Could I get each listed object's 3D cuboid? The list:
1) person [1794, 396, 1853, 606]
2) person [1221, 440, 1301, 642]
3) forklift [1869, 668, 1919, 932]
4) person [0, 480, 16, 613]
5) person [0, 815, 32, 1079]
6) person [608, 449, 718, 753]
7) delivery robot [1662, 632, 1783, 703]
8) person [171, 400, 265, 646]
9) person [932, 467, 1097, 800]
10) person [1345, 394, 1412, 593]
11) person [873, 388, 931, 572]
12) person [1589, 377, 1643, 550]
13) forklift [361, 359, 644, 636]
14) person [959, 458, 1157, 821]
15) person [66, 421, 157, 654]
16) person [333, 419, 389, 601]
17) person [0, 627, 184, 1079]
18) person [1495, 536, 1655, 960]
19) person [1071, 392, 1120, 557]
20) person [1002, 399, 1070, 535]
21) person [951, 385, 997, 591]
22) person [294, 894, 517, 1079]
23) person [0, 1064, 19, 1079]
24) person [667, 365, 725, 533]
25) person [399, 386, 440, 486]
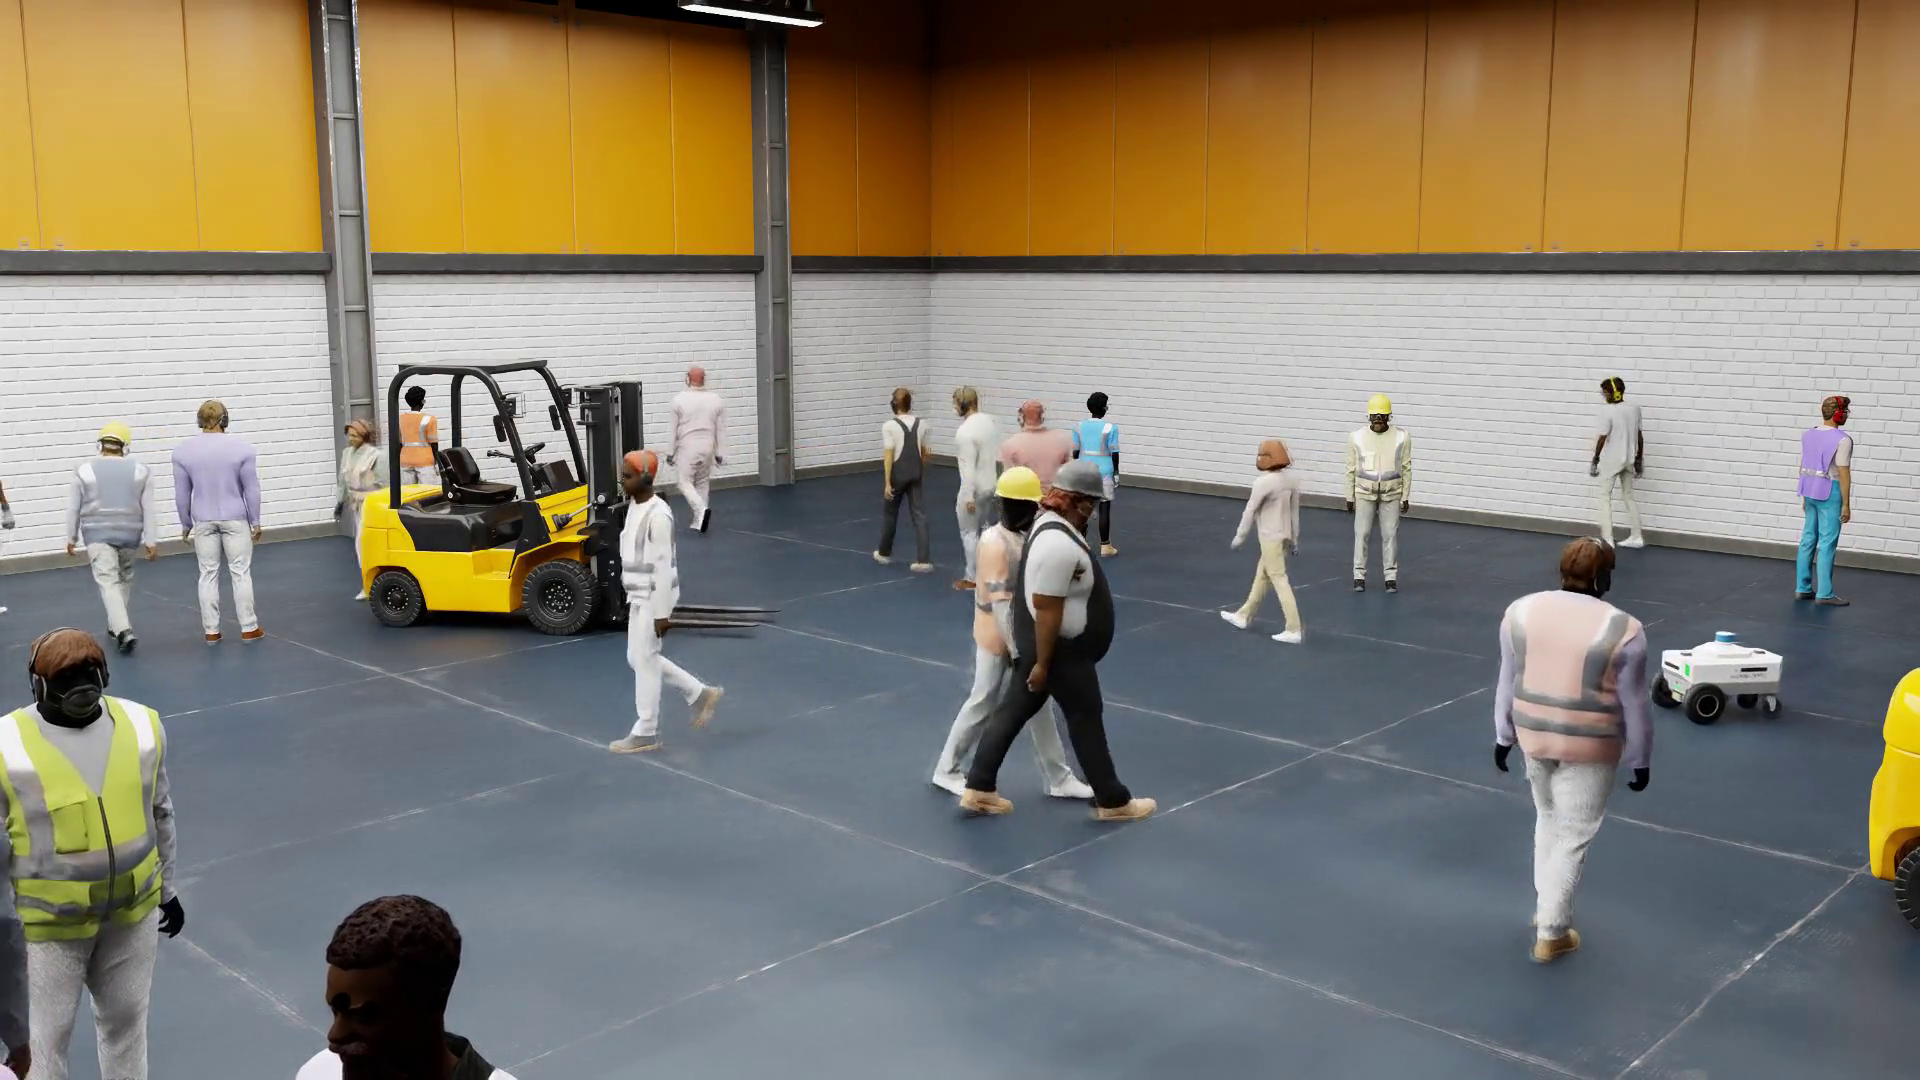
[{"bbox_3d":[7.603,-0.347,14.634,0.384,1.845,0.569,-2,9,-12],"label":"person"},{"bbox_3d":[2.415,-0.003,13.291,0.842,1.591,0.502,8,12,40],"label":"person"},{"bbox_3d":[5.205,0.723,7.013,2.313,2.155,1.214,9,13,43],"label":"forklift"},{"bbox_3d":[-8.296,-0.271,14.147,0.537,1.849,0.480,5,11,30],"label":"person"},{"bbox_3d":[-2.760,1.320,4.292,0.952,1.900,0.634,4,10,21],"label":"person"},{"bbox_3d":[-1.840,0.367,10.187,0.640,1.869,0.592,-5,10,-26],"label":"person"},{"bbox_3d":[5.024,0.849,10.966,0.707,0.478,0.477,-1,9,-7],"label":"delivery robot"},{"bbox_3d":[-5.805,-0.132,13.055,0.627,1.933,0.372,-2,9,-11],"label":"person"},{"bbox_3d":[0.277,0.532,9.179,0.951,1.882,0.595,4,10,23],"label":"person"},{"bbox_3d":[3.811,-0.422,15.179,0.591,1.825,0.403,2,9,11],"label":"person"},{"bbox_3d":[-0.545,-0.594,16.314,0.527,1.795,0.961,-6,11,-30],"label":"person"},{"bbox_3d":[6.934,-0.800,17.474,0.584,1.833,0.360,-3,10,-18],"label":"person"},{"bbox_3d":[-3.850,-0.407,13.936,2.313,2.155,1.214,2,9,11],"label":"forklift"},{"bbox_3d":[0.487,0.503,8.830,1.060,2.000,0.690,-1,9,-7],"label":"person"},{"bbox_3d":[-6.559,-0.026,12.906,0.609,1.773,0.924,-7,12,-38],"label":"person"},{"bbox_3d":[-5.346,-0.272,14.862,0.552,1.614,0.590,7,11,36],"label":"person"},{"bbox_3d":[-2.772,1.180,5.286,0.430,1.845,0.624,7,12,38],"label":"person"},{"bbox_3d":[2.698,0.878,7.203,0.703,1.818,0.652,-9,13,-43],"label":"person"},{"bbox_3d":[1.401,-0.677,17.103,0.540,1.698,0.317,5,11,29],"label":"person"},{"bbox_3d":[0.635,-0.268,14.146,0.666,1.855,1.017,-4,10,-21],"label":"person"},{"bbox_3d":[0.215,-0.446,15.040,0.623,1.911,0.663,4,10,25],"label":"person"},{"bbox_3d":[-0.919,1.530,2.905,0.592,1.919,0.392,4,10,25],"label":"person"},{"bbox_3d":[-1.798,1.535,2.649,0.625,1.988,0.984,-3,10,-15],"label":"person"},{"bbox_3d":[-2.915,-0.995,18.491,0.653,1.884,0.712,-6,11,-34],"label":"person"},{"bbox_3d":[-5.863,-0.819,18.006,0.531,1.694,0.320,3,10,18],"label":"person"}]
